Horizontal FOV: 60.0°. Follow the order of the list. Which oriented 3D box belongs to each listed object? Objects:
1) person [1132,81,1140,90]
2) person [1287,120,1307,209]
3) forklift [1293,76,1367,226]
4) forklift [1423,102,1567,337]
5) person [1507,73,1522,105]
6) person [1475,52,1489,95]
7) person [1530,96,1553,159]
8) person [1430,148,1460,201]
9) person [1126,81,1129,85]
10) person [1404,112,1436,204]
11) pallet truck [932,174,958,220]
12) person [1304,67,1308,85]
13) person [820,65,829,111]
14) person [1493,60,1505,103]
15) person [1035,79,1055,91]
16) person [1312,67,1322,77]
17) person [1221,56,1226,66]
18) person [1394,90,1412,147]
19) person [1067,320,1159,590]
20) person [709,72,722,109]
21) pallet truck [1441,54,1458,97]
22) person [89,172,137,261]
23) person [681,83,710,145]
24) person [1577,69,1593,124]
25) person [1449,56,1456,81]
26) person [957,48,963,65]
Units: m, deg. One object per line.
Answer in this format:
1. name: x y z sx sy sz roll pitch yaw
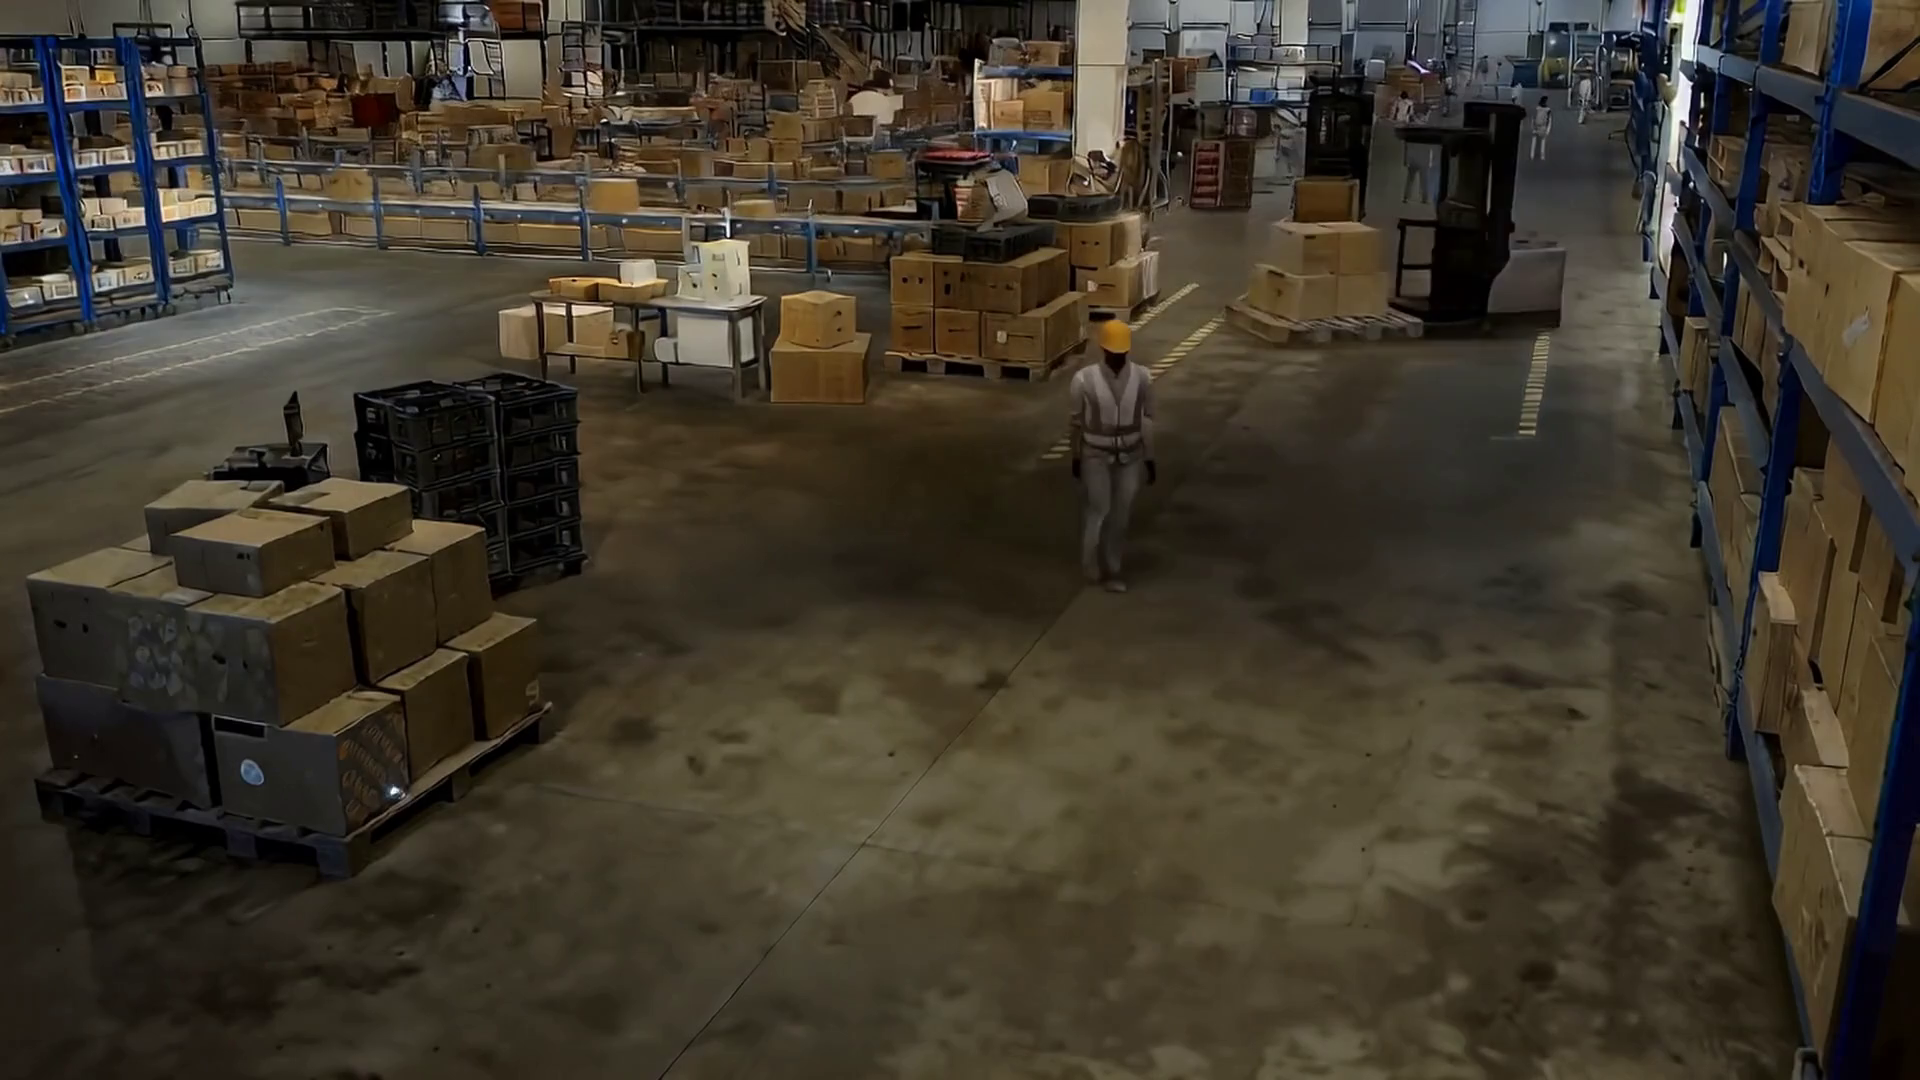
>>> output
1. person: 6.993 -18.167 66.633 0.659 2.020 0.623 7 19 20
2. person: 6.986 -7.686 34.102 0.600 1.783 0.932 6 19 18
3. forklift: 6.598 -6.755 29.381 1.129 2.768 1.873 6 19 19
4. forklift: 6.572 -4.037 20.839 1.873 2.768 1.129 -3 18 -11
5. person: 18.440 -14.575 55.466 0.495 1.943 0.659 0 18 -1
6. person: 25.269 -22.519 80.349 0.377 1.995 0.608 -4 18 -14
7. person: 16.034 -11.375 45.849 0.541 1.684 0.320 12 21 32
8. person: 8.906 -6.439 30.471 0.502 1.608 0.804 11 21 30
9. person: 7.862 -22.288 79.939 0.915 1.799 0.652 -8 19 -23
10. person: 9.683 -8.052 35.061 0.641 1.899 0.394 5 18 14
11. pallet truck: -0.507 -5.292 27.348 0.653 1.274 1.630 6 19 19
12. person: 17.341 -23.663 84.467 0.761 1.671 0.521 10 20 30
13. person: -5.363 -17.738 65.532 0.420 1.865 0.615 8 19 24
14. person: 23.974 -20.391 73.911 0.429 1.841 0.633 2 18 7
15. person: 3.132 -16.326 60.815 0.702 2.000 0.957 -2 18 -6
16. person: 15.283 -19.574 71.292 0.518 1.876 0.326 -7 19 -22
17. person: 12.269 -21.781 78.210 1.025 1.894 0.649 -4 18 -11
18. person: 13.284 -12.677 49.970 0.535 1.656 0.790 5 18 17
19. person: 1.067 -0.586 11.541 0.600 1.923 0.448 -3 18 -9
20. person: -9.057 -16.394 61.498 0.535 1.749 0.529 -12 21 -33
21. pallet truck: 22.765 -21.886 78.355 0.823 1.965 1.885 -4 18 -14
22. person: -13.408 -5.305 26.420 0.444 1.896 0.639 15 23 40
23. person: -8.064 -12.890 50.343 0.874 1.844 0.514 0 18 1
24. person: 22.491 -15.931 59.768 0.398 1.928 0.542 2 18 7
25. person: 25.118 -23.945 85.265 0.760 1.734 0.545 13 22 36
26. person: 0.132 -27.528 96.273 0.938 1.885 0.568 -6 19 -20
